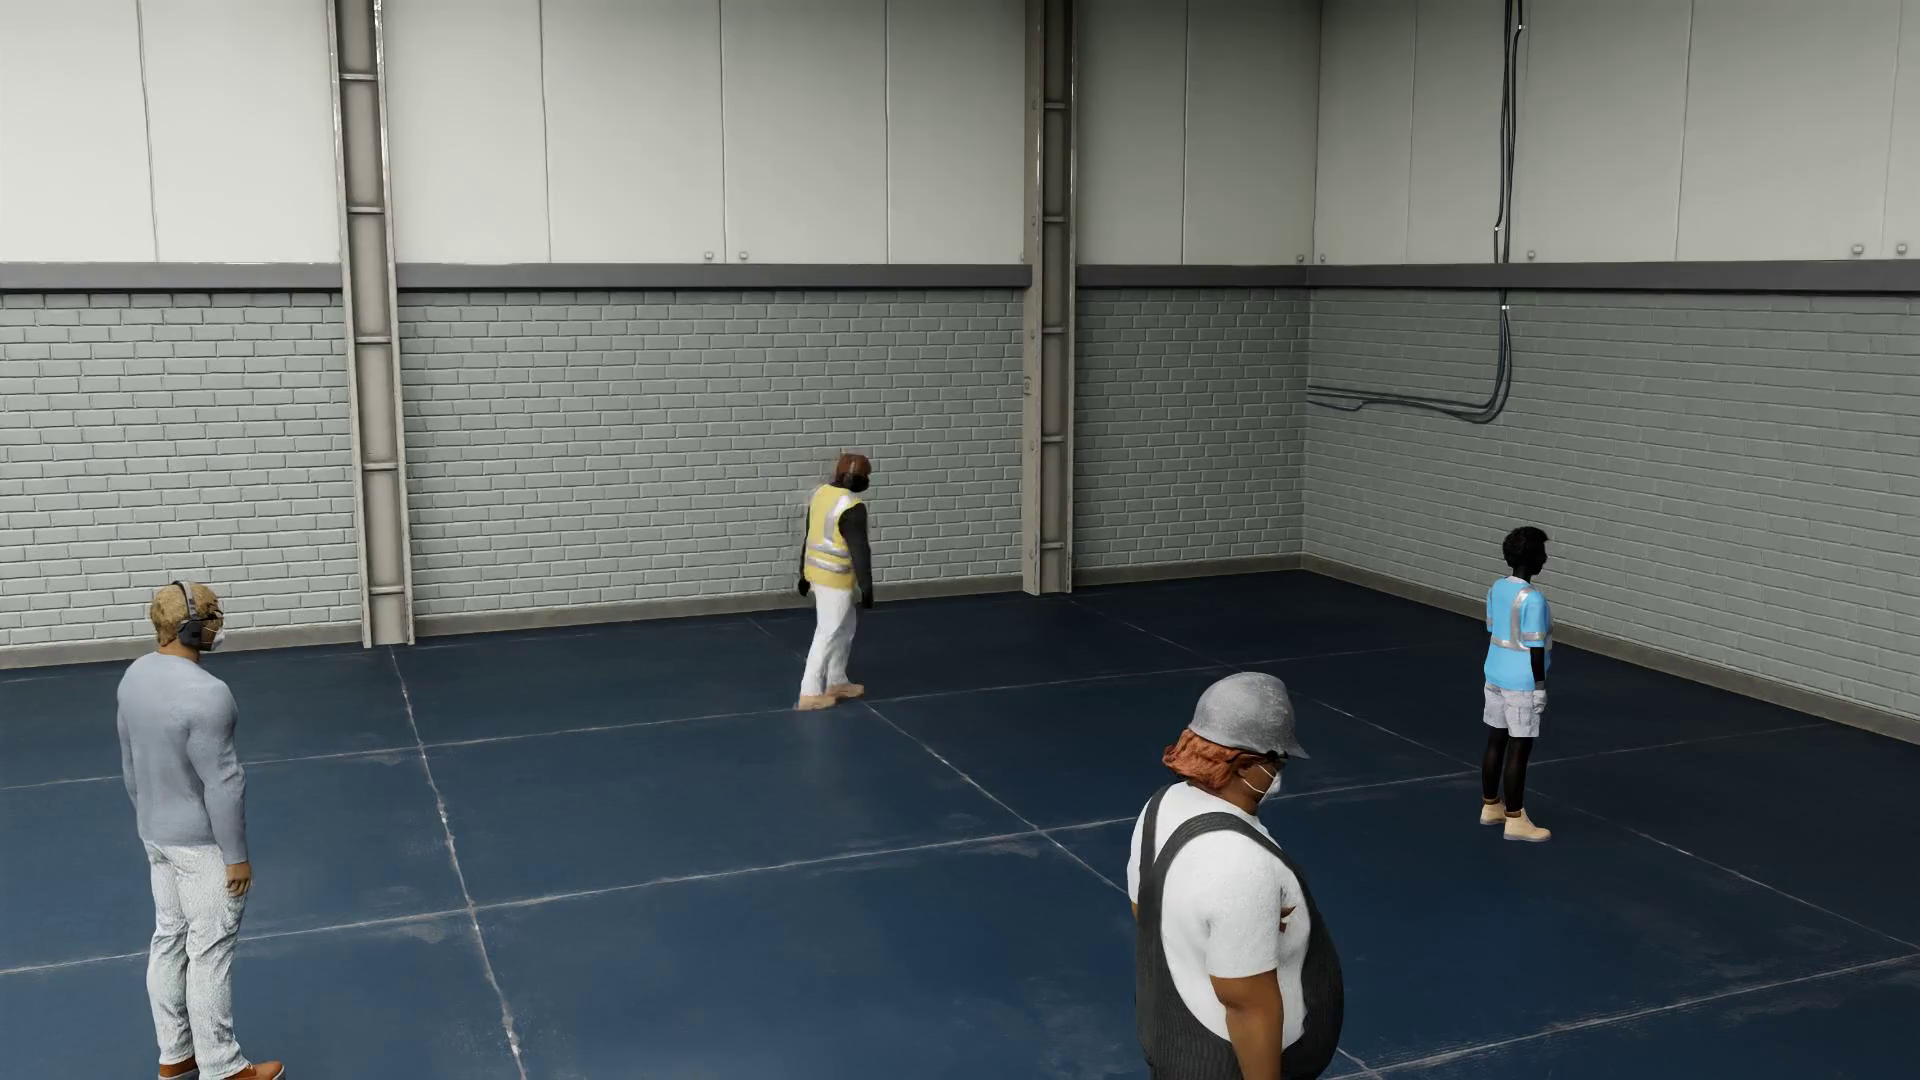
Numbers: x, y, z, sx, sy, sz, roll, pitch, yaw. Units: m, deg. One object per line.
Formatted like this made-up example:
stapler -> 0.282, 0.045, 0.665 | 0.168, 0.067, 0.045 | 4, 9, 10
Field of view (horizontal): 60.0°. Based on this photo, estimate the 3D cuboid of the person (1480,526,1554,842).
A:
person -> 3.015, 0.765, 8.985 | 0.318, 1.699, 0.534 | -1, 9, -9

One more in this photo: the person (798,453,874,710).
person -> -0.860, 0.289, 11.650 | 0.689, 1.801, 0.645 | -4, 10, -26

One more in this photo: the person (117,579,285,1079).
person -> -2.817, 1.100, 6.126 | 0.638, 1.938, 0.357 | 7, 11, 36
